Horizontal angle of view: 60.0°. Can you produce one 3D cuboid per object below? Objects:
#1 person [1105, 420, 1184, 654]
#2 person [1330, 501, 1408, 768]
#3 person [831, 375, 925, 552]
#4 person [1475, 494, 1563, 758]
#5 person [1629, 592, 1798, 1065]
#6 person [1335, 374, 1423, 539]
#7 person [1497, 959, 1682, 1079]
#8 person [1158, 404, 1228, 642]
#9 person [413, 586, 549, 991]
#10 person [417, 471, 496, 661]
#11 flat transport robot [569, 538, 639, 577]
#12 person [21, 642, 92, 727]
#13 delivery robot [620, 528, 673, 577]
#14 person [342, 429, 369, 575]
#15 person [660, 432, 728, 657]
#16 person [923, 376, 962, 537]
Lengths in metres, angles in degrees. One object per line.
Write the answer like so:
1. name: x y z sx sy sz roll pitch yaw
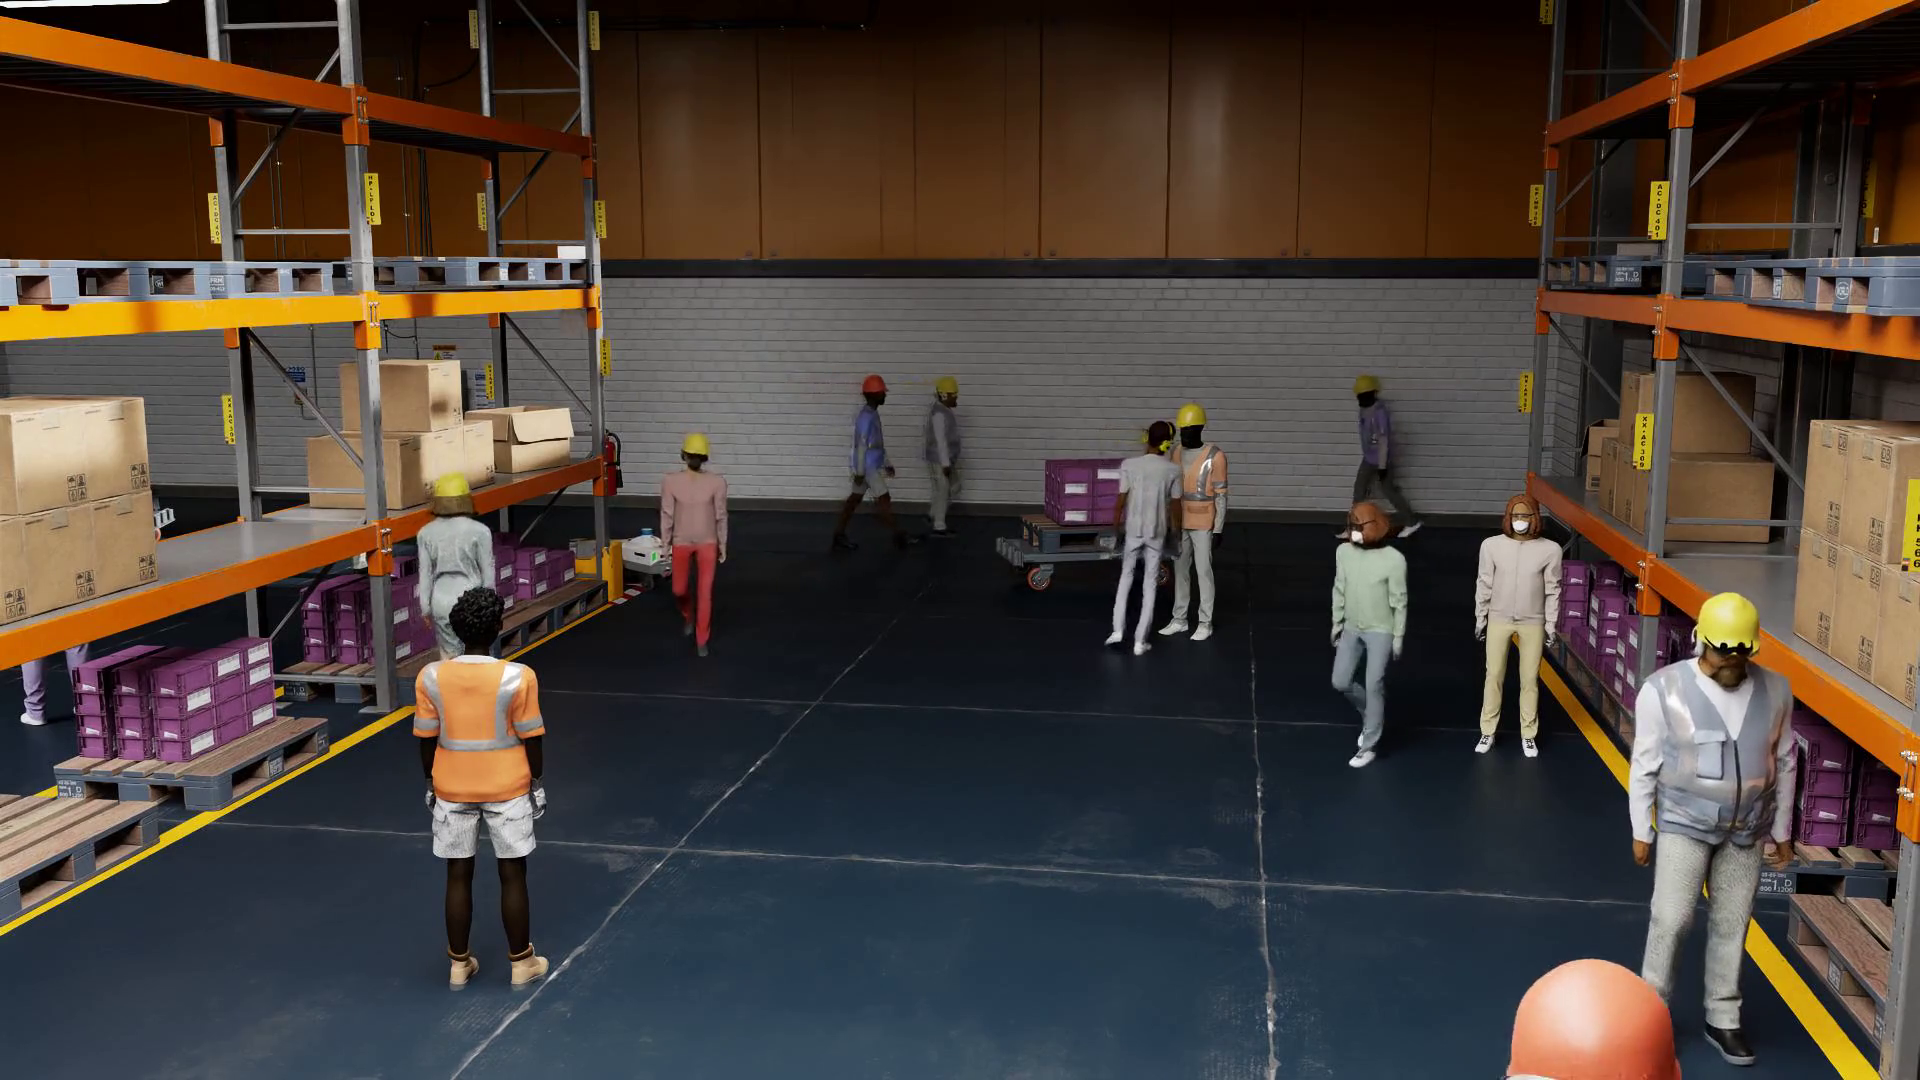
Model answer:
1. person: 1.466 -0.020 13.022 0.561 1.829 0.430 2 9 11
2. person: 2.473 0.563 10.055 0.398 1.611 0.520 -8 12 -42
3. person: -0.912 -0.804 17.678 1.029 1.881 0.553 0 9 -2
4. person: 3.434 0.525 10.265 0.500 1.633 0.280 3 10 20
5. person: 2.860 1.077 6.316 0.609 1.814 0.419 0 9 0
6. person: 4.717 -0.929 18.560 0.968 1.867 0.622 -3 10 -15
7. person: 0.930 1.607 2.534 0.718 1.975 0.648 -9 13 -43
8. person: 1.877 -0.145 13.489 0.596 1.925 0.372 9 13 44
9. person: -1.977 1.036 6.914 0.540 1.695 0.317 0 9 2
10. person: -3.208 0.430 10.557 0.495 1.725 0.525 1 9 8
11. flat transport robot: -3.569 0.174 16.617 0.652 0.197 1.431 -2 9 -13
12. person: -6.044 0.281 10.965 0.647 1.902 0.400 -8 12 -42
13. delivery robot: -2.950 0.134 15.706 0.477 0.478 0.707 -9 13 -44
14. person: -5.740 -0.525 16.155 0.593 1.825 0.404 7 12 37
15. person: -2.074 0.015 13.057 0.529 1.754 0.592 -1 9 -5
16. person: -0.177 -0.921 18.604 0.422 1.817 0.626 1 9 4
